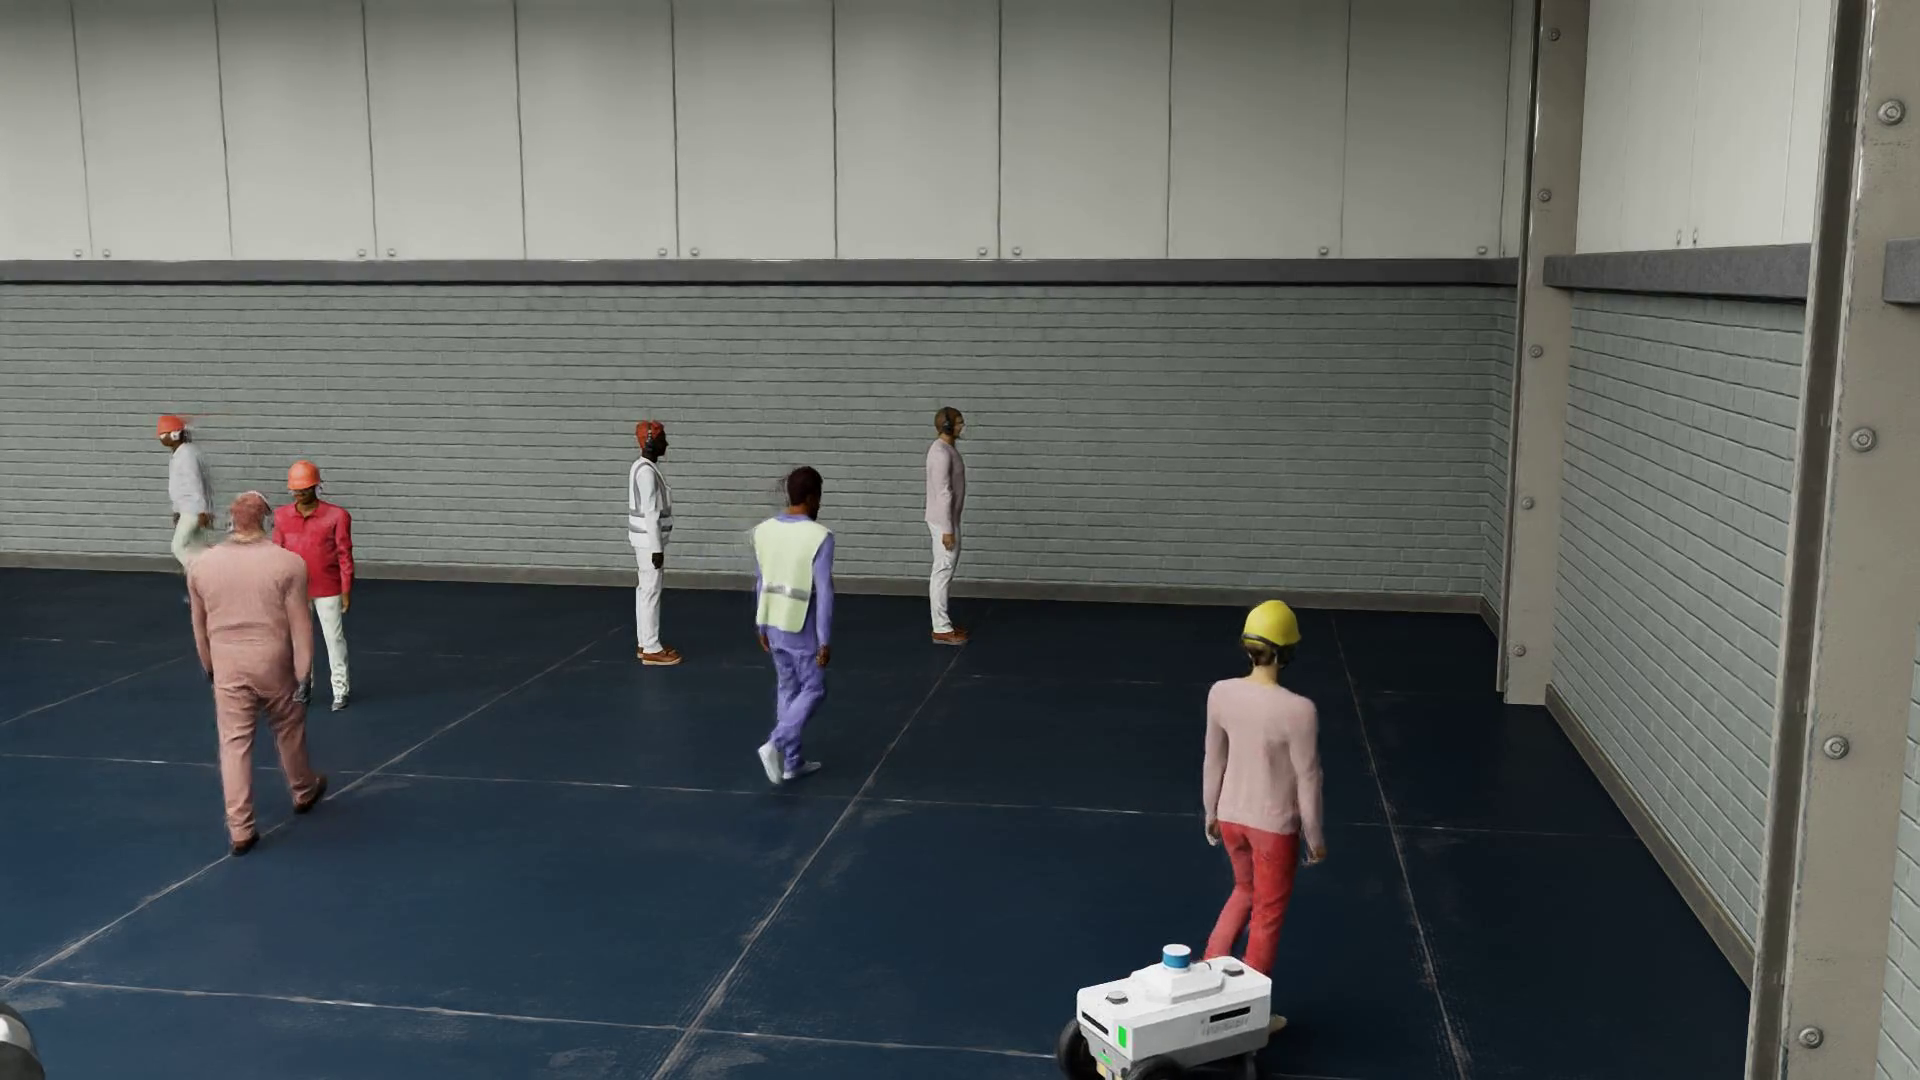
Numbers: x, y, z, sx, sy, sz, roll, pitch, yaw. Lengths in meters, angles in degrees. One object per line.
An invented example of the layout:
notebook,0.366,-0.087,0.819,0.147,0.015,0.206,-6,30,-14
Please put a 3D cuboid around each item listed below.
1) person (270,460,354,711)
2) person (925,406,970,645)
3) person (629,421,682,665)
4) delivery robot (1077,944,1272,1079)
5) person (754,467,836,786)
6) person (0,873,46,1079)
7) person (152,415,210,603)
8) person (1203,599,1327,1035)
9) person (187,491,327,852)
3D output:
person,-4.458,0.317,11.441,0.564,1.746,0.348,0,9,-2
person,-0.100,-0.123,13.570,0.368,1.940,0.633,0,9,0
person,-2.375,0.021,12.855,0.355,1.883,0.575,-3,10,-17
delivery robot,0.794,1.730,6.108,0.707,0.478,0.477,-5,10,-27
person,-1.009,0.521,9.737,0.627,1.896,0.599,6,11,35
person,-1.942,1.508,3.188,0.605,2.045,0.377,8,12,40
person,-7.075,-0.289,15.244,0.493,1.722,0.577,-6,11,-34
person,1.192,1.106,6.544,0.374,1.759,0.523,-7,12,-38
person,-3.757,0.663,8.944,0.660,1.855,0.975,-1,9,-5
